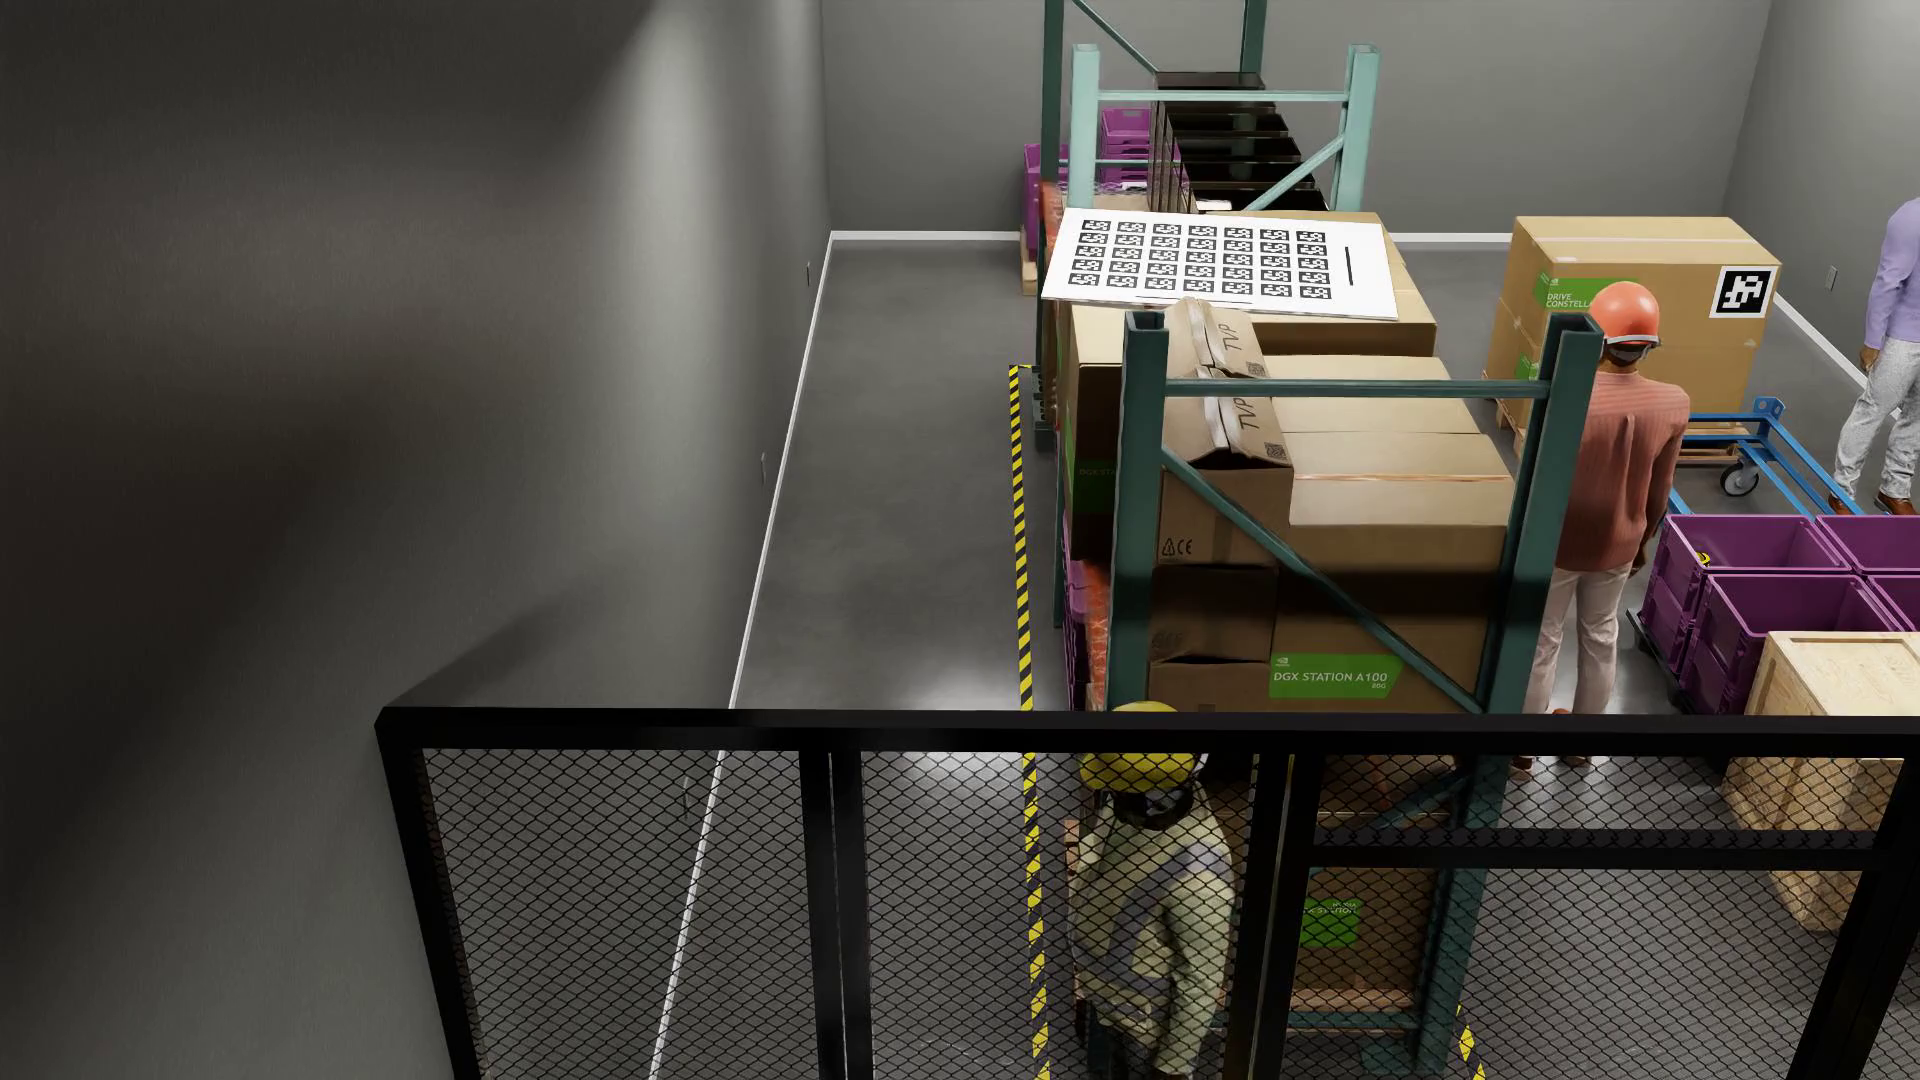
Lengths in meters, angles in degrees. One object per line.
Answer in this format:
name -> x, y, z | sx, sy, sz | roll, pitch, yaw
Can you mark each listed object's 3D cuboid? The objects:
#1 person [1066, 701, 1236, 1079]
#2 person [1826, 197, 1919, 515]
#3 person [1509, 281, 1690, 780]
person -> 0.479, 1.164, 4.394 | 0.404, 1.821, 0.587 | -5, 31, -9
person -> 4.528, -0.945, 7.785 | 0.631, 1.940, 0.372 | -1, 31, -2
person -> 2.292, -0.006, 6.171 | 0.618, 1.993, 0.396 | -7, 32, -11
